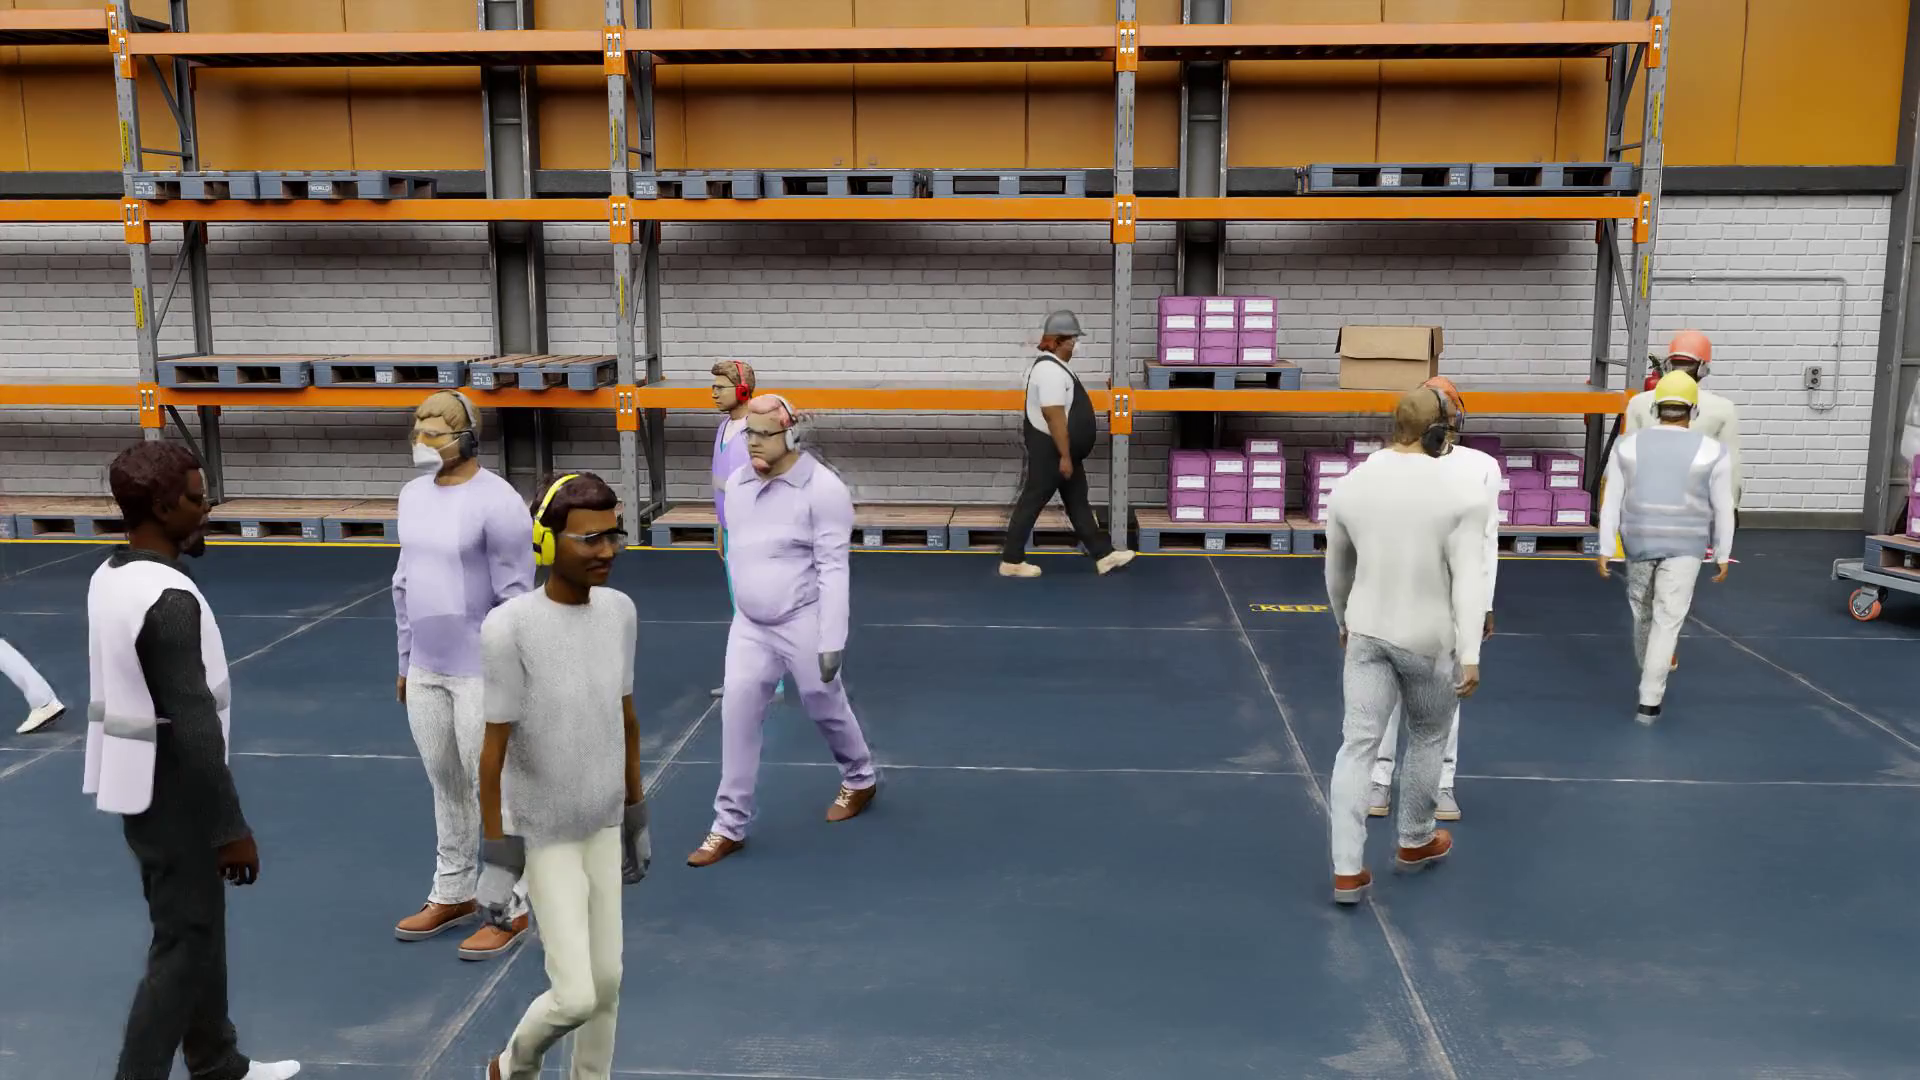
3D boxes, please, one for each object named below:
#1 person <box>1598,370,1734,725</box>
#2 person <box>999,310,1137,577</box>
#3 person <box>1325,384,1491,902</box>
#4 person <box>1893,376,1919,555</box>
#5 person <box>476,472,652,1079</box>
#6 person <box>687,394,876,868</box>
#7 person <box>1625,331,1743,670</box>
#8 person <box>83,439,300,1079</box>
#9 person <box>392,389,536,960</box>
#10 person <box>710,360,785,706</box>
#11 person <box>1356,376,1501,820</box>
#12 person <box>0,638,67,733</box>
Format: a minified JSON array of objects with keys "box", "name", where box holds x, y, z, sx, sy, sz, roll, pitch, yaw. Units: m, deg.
[{"box":[3.700,0.015,8.678,0.621,1.785,0.928,7,12,34],"name":"person"},{"box":[0.771,-0.721,12.263,1.040,2.000,0.701,1,10,7],"name":"person"},{"box":[1.645,0.380,6.193,0.686,1.901,0.810,7,12,35],"name":"person"},{"box":[7.084,-0.626,12.042,0.666,1.925,0.662,7,12,37],"name":"person"},{"box":[-0.990,0.747,4.208,0.427,1.855,0.546,6,12,33],"name":"person"},{"box":[-0.672,0.323,6.739,0.649,1.855,0.995,6,11,31],"name":"person"},{"box":[4.228,-0.241,9.732,0.664,1.939,1.023,8,12,38],"name":"person"},{"box":[-2.095,0.688,4.454,0.488,1.932,0.592,-8,12,-38],"name":"person"},{"box":[-1.704,0.453,5.685,0.632,1.940,0.372,6,12,33],"name":"person"},{"box":[-1.124,-0.034,8.845,0.385,1.839,0.568,-5,11,-29],"name":"person"},{"box":[1.965,0.250,7.031,0.585,1.882,0.337,2,10,11],"name":"person"},{"box":[-4.944,0.134,8.191,0.922,1.714,0.542,-3,10,-17],"name":"person"}]
